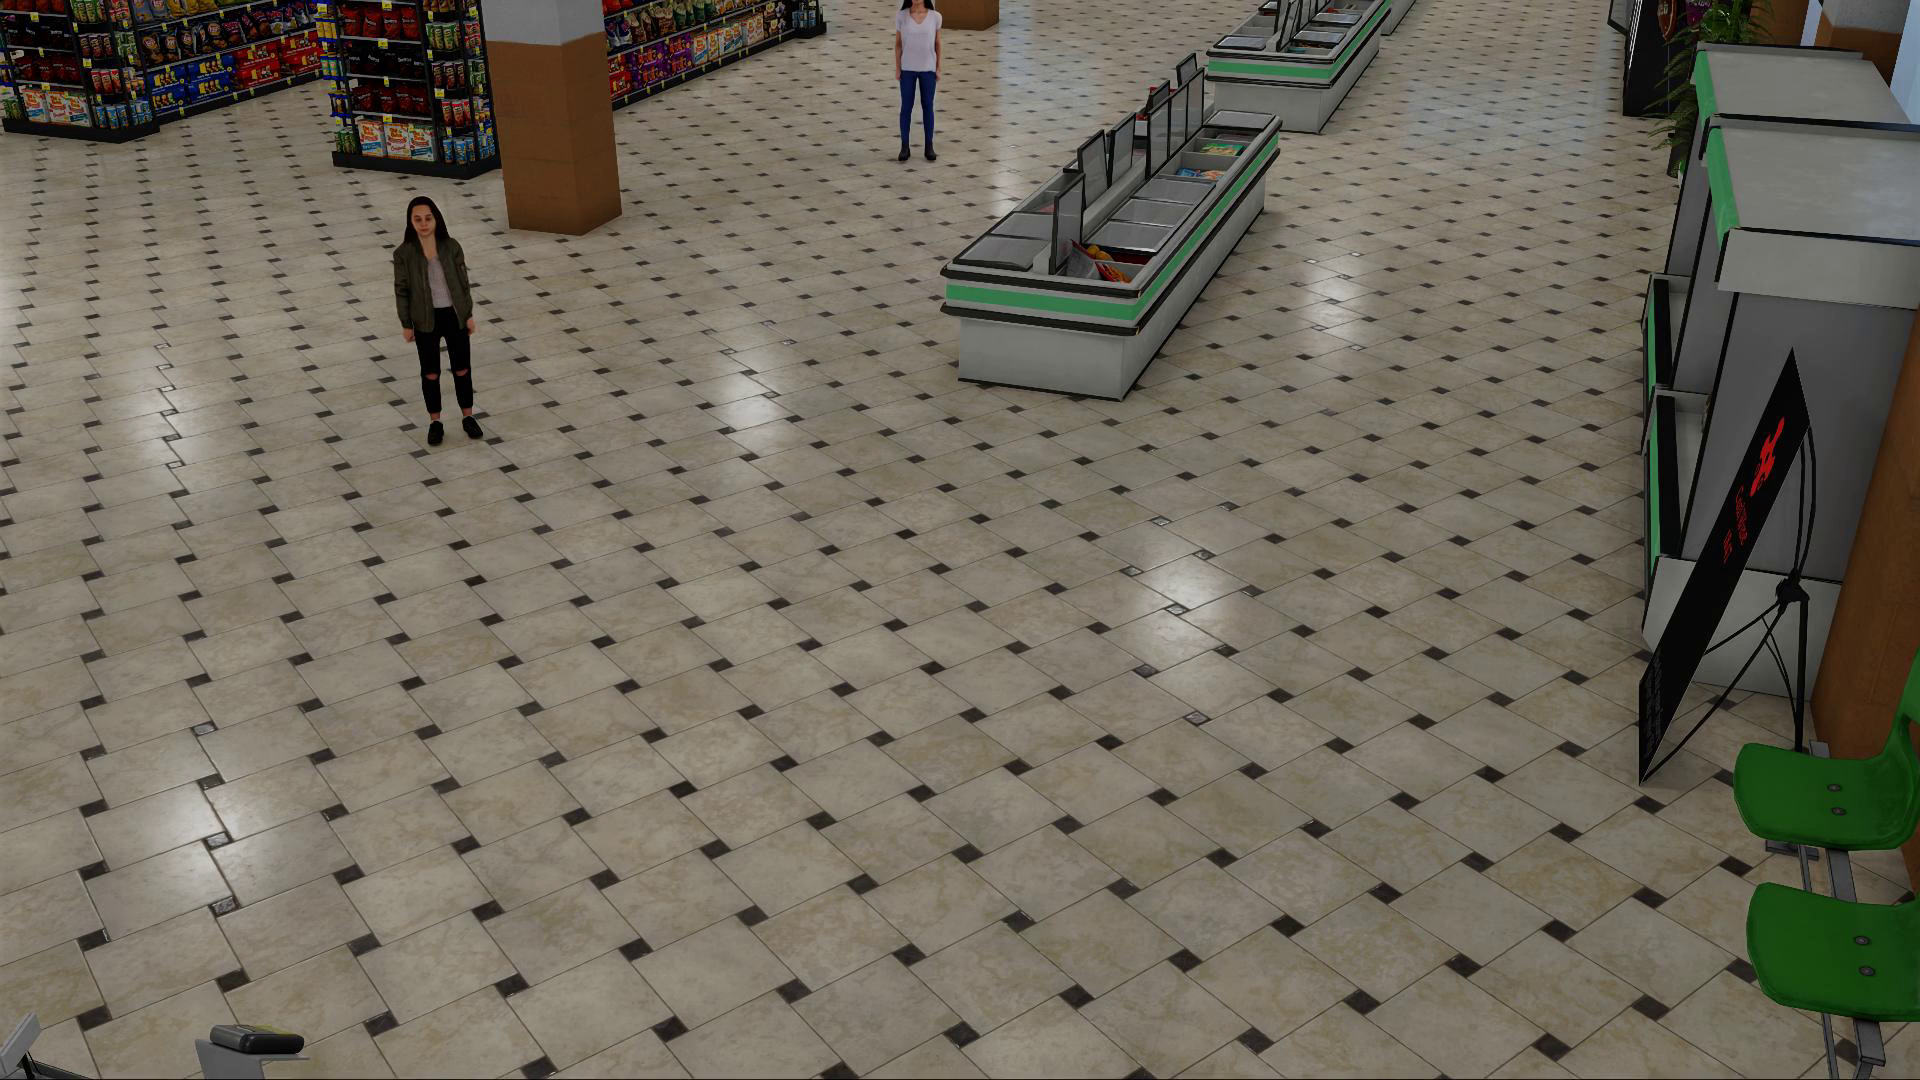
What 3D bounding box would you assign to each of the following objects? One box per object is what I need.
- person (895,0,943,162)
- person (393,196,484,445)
[{"bbox_3d":[-0.401,-4.462,15.842,0.673,1.685,0.660,-2,27,-3],"label":"person"},{"bbox_3d":[-3.084,-1.302,9.842,0.653,1.475,0.711,-12,29,-22],"label":"person"}]
